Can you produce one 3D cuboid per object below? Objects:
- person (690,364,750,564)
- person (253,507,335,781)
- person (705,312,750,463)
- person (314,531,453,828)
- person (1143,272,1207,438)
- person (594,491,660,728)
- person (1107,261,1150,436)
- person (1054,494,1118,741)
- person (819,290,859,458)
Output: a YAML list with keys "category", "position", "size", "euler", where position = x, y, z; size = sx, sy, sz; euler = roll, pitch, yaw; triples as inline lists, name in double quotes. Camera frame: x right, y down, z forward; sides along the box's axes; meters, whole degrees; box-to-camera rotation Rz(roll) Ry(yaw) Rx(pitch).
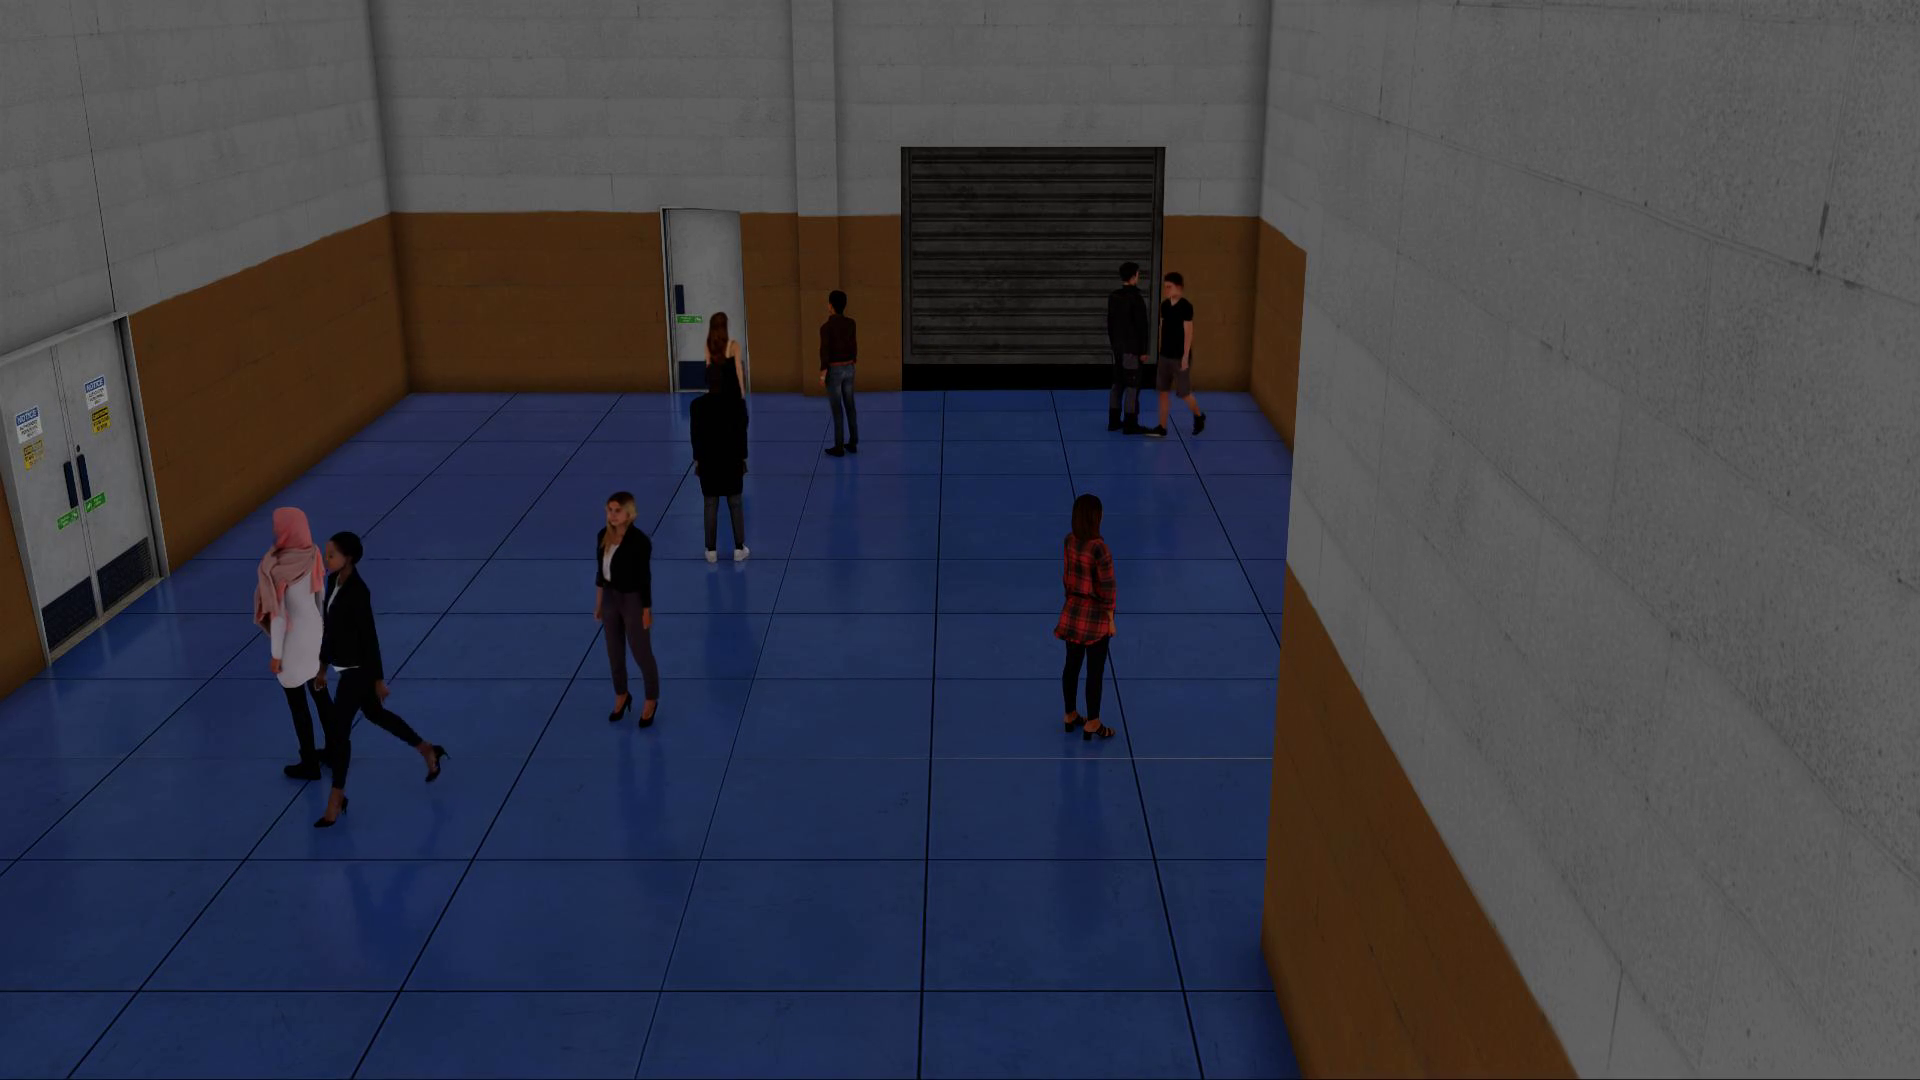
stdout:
- category: "person"
  position: [-2.096, -0.671, 14.519]
  size: [0.500, 1.762, 0.708]
  euler: [-1, 19, -4]
- category: "person"
  position: [-4.185, 0.650, 10.543]
  size: [0.740, 1.800, 0.731]
  euler: [9, 21, 25]
- category: "person"
  position: [-2.469, -1.576, 17.415]
  size: [0.610, 1.627, 0.719]
  euler: [6, 20, 17]
- category: "person"
  position: [-3.559, 0.814, 10.072]
  size: [1.193, 1.790, 1.055]
  euler: [-14, 23, -36]
- category: "person"
  position: [2.431, -2.042, 18.447]
  size: [1.026, 1.850, 1.137]
  euler: [18, 25, 42]
- category: "person"
  position: [-2.251, 0.462, 11.303]
  size: [0.630, 1.669, 0.739]
  euler: [11, 21, 29]
- category: "person"
  position: [1.875, -2.160, 18.647]
  size: [0.823, 1.945, 0.791]
  euler: [-14, 23, -37]
- category: "person"
  position: [0.850, 0.508, 11.114]
  size: [0.742, 1.703, 0.700]
  euler: [-15, 24, -37]
- category: "person"
  position: [-1.275, -1.784, 17.790]
  size: [0.688, 1.781, 0.766]
  euler: [-16, 24, -39]
